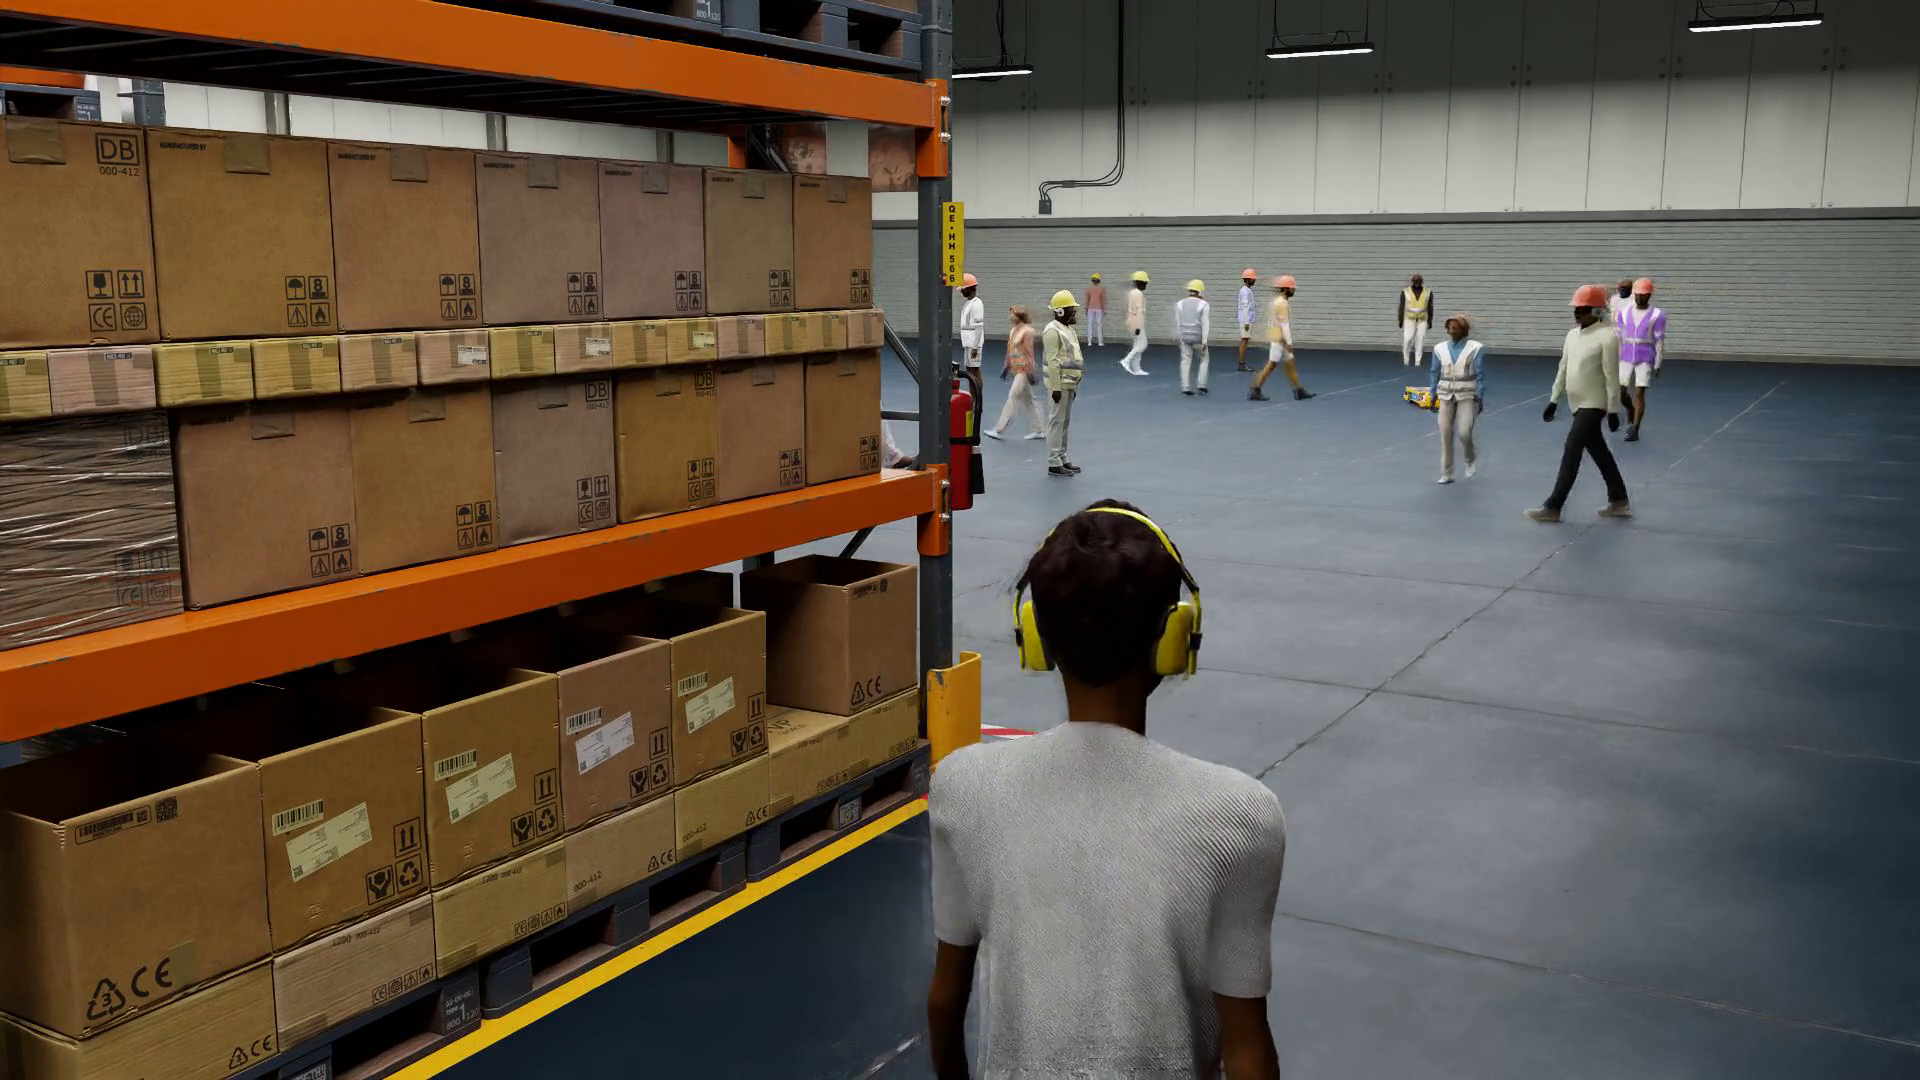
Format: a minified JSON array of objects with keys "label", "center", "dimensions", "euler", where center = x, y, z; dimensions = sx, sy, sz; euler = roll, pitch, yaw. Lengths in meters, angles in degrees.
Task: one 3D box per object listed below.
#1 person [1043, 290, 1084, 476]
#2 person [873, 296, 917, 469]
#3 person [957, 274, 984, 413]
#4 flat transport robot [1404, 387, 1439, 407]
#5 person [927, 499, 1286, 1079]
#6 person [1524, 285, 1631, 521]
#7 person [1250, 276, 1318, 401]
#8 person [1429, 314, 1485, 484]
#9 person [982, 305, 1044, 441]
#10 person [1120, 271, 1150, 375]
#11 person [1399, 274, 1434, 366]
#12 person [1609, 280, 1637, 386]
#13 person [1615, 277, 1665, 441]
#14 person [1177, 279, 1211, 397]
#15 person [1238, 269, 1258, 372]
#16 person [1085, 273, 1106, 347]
[{"label":"person","center":[1.032,-1.558,16.557],"dimensions":[0.404,1.837,0.590],"euler":[3,10,18]},{"label":"person","center":[-0.934,-1.601,16.743],"dimensions":[0.980,1.851,0.674],"euler":[-3,10,-17]},{"label":"person","center":[0.140,-2.727,23.137],"dimensions":[0.373,1.928,0.543],"euler":[-3,10,-15]},{"label":"flat transport robot","center":[6.957,-2.100,24.308],"dimensions":[0.652,0.197,1.431],"euler":[1,10,4]},{"label":"person","center":[0.229,0.860,2.341],"dimensions":[0.570,1.852,0.594],"euler":[4,11,24]},{"label":"person","center":[5.193,-1.127,13.728],"dimensions":[1.032,1.949,0.603],"euler":[-1,10,-9]},{"label":"person","center":[4.845,-3.015,24.961],"dimensions":[1.014,1.882,0.567],"euler":[2,10,11]},{"label":"person","center":[4.738,-1.338,15.880],"dimensions":[0.538,1.624,0.393],"euler":[7,12,34]},{"label":"person","center":[0.639,-1.953,19.576],"dimensions":[0.856,1.597,0.524],"euler":[-3,10,-15]},{"label":"person","center":[3.225,-3.948,30.347],"dimensions":[0.465,1.912,0.585],"euler":[0,10,-2]},{"label":"person","center":[9.005,-4.333,32.831],"dimensions":[0.642,1.822,0.506],"euler":[2,10,9]},{"label":"person","center":[11.021,-3.425,27.653],"dimensions":[0.841,1.782,0.641],"euler":[-7,12,-35]},{"label":"person","center":[8.014,-2.132,19.646],"dimensions":[0.560,1.927,0.521],"euler":[8,12,39]},{"label":"person","center":[3.666,-3.134,25.867],"dimensions":[0.597,1.810,0.632],"euler":[7,12,35]},{"label":"person","center":[5.432,-4.146,31.412],"dimensions":[0.356,1.937,0.552],"euler":[2,10,9]},{"label":"person","center":[3.264,-5.540,40.076],"dimensions":[0.527,1.768,0.331],"euler":[3,10,17]}]
